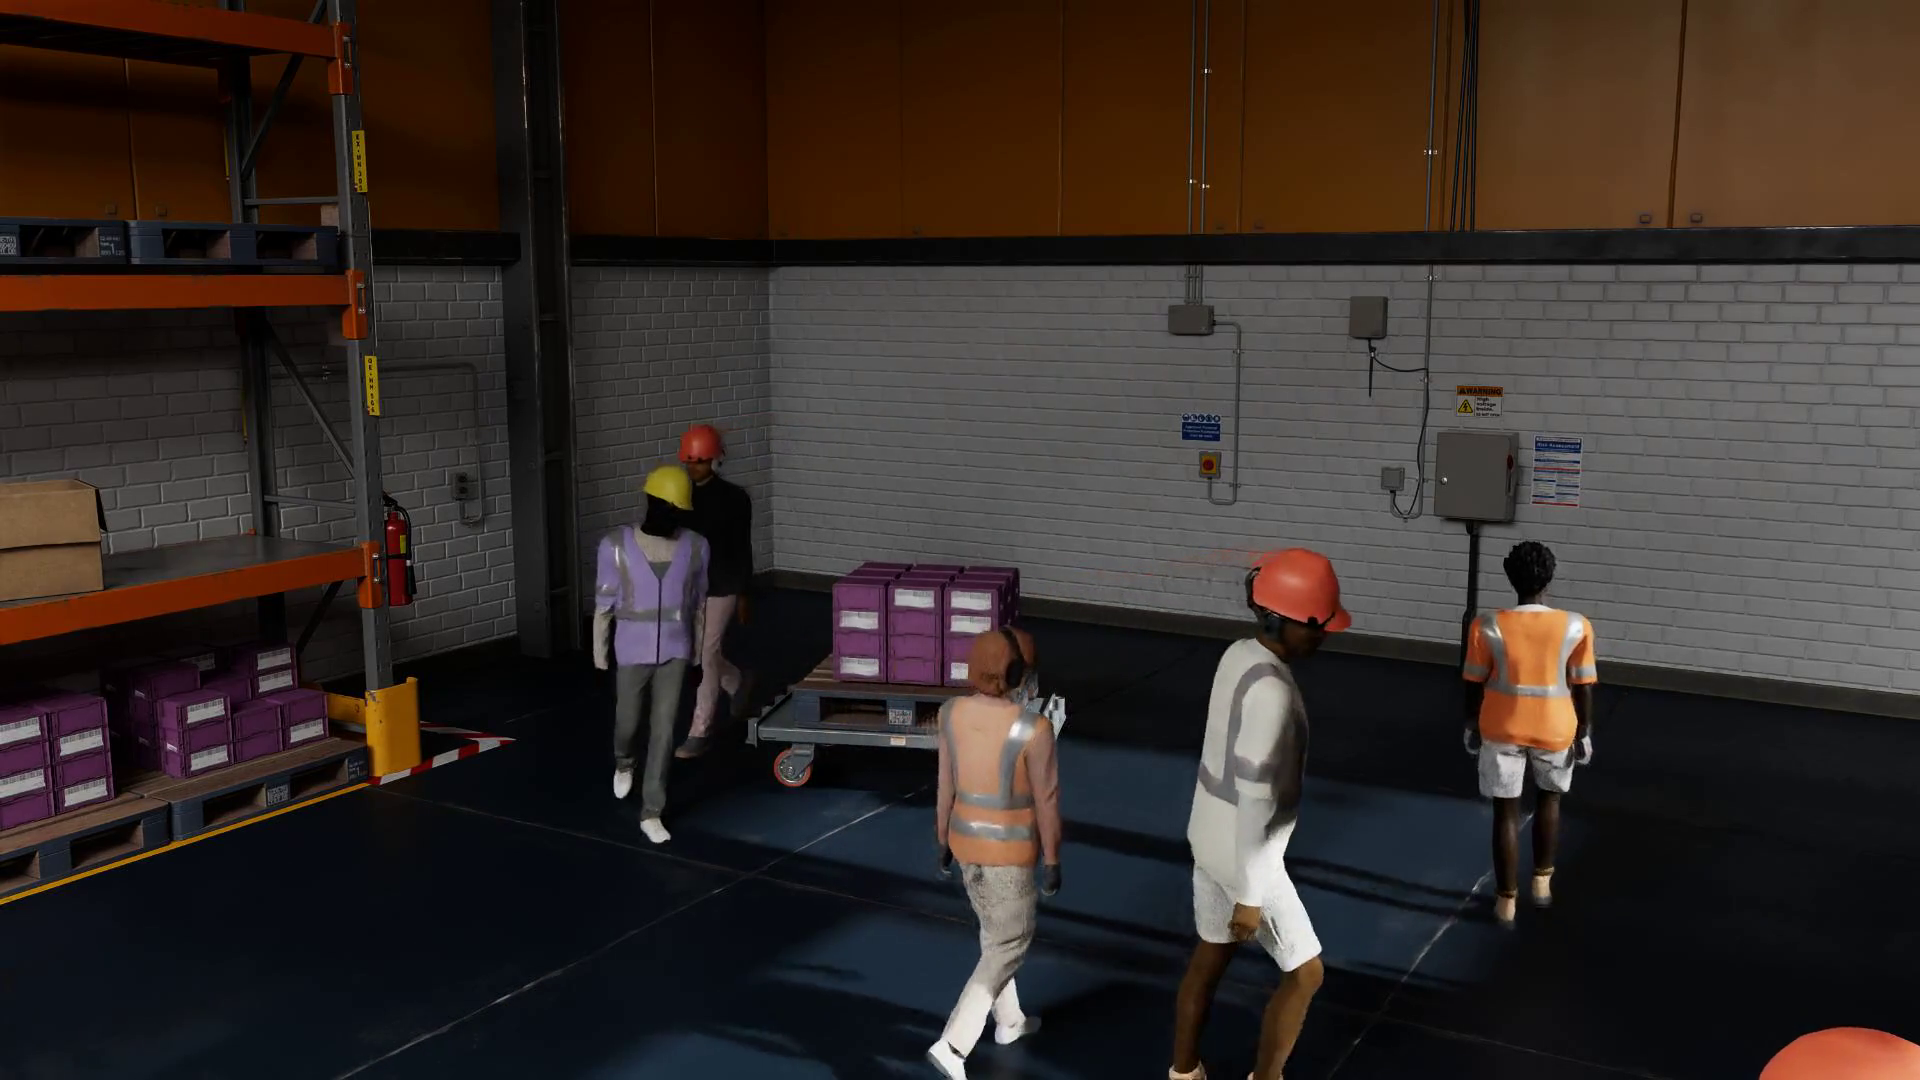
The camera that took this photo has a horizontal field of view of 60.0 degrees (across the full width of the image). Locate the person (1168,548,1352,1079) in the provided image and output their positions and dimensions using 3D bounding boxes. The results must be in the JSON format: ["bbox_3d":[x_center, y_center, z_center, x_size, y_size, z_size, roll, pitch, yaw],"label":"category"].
[{"bbox_3d":[0.982,0.993,5.371,0.686,1.998,0.743,-1,9,-6],"label":"person"}]

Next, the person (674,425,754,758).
[{"bbox_3d":[-1.482,0.270,9.988,0.621,1.964,0.797,4,10,26],"label":"person"}]

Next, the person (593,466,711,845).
[{"bbox_3d":[-1.580,0.541,8.513,0.608,1.887,0.752,-3,10,-20],"label":"person"}]

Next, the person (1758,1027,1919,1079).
[{"bbox_3d":[1.070,1.539,2.142,0.373,1.933,0.551,9,13,43],"label":"person"}]

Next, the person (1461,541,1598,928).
[{"bbox_3d":[2.484,0.833,7.325,0.559,1.679,0.570,2,9,13],"label":"person"}]

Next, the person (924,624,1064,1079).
[{"bbox_3d":[0.097,1.105,5.854,0.525,1.614,0.710,8,12,40],"label":"person"}]
